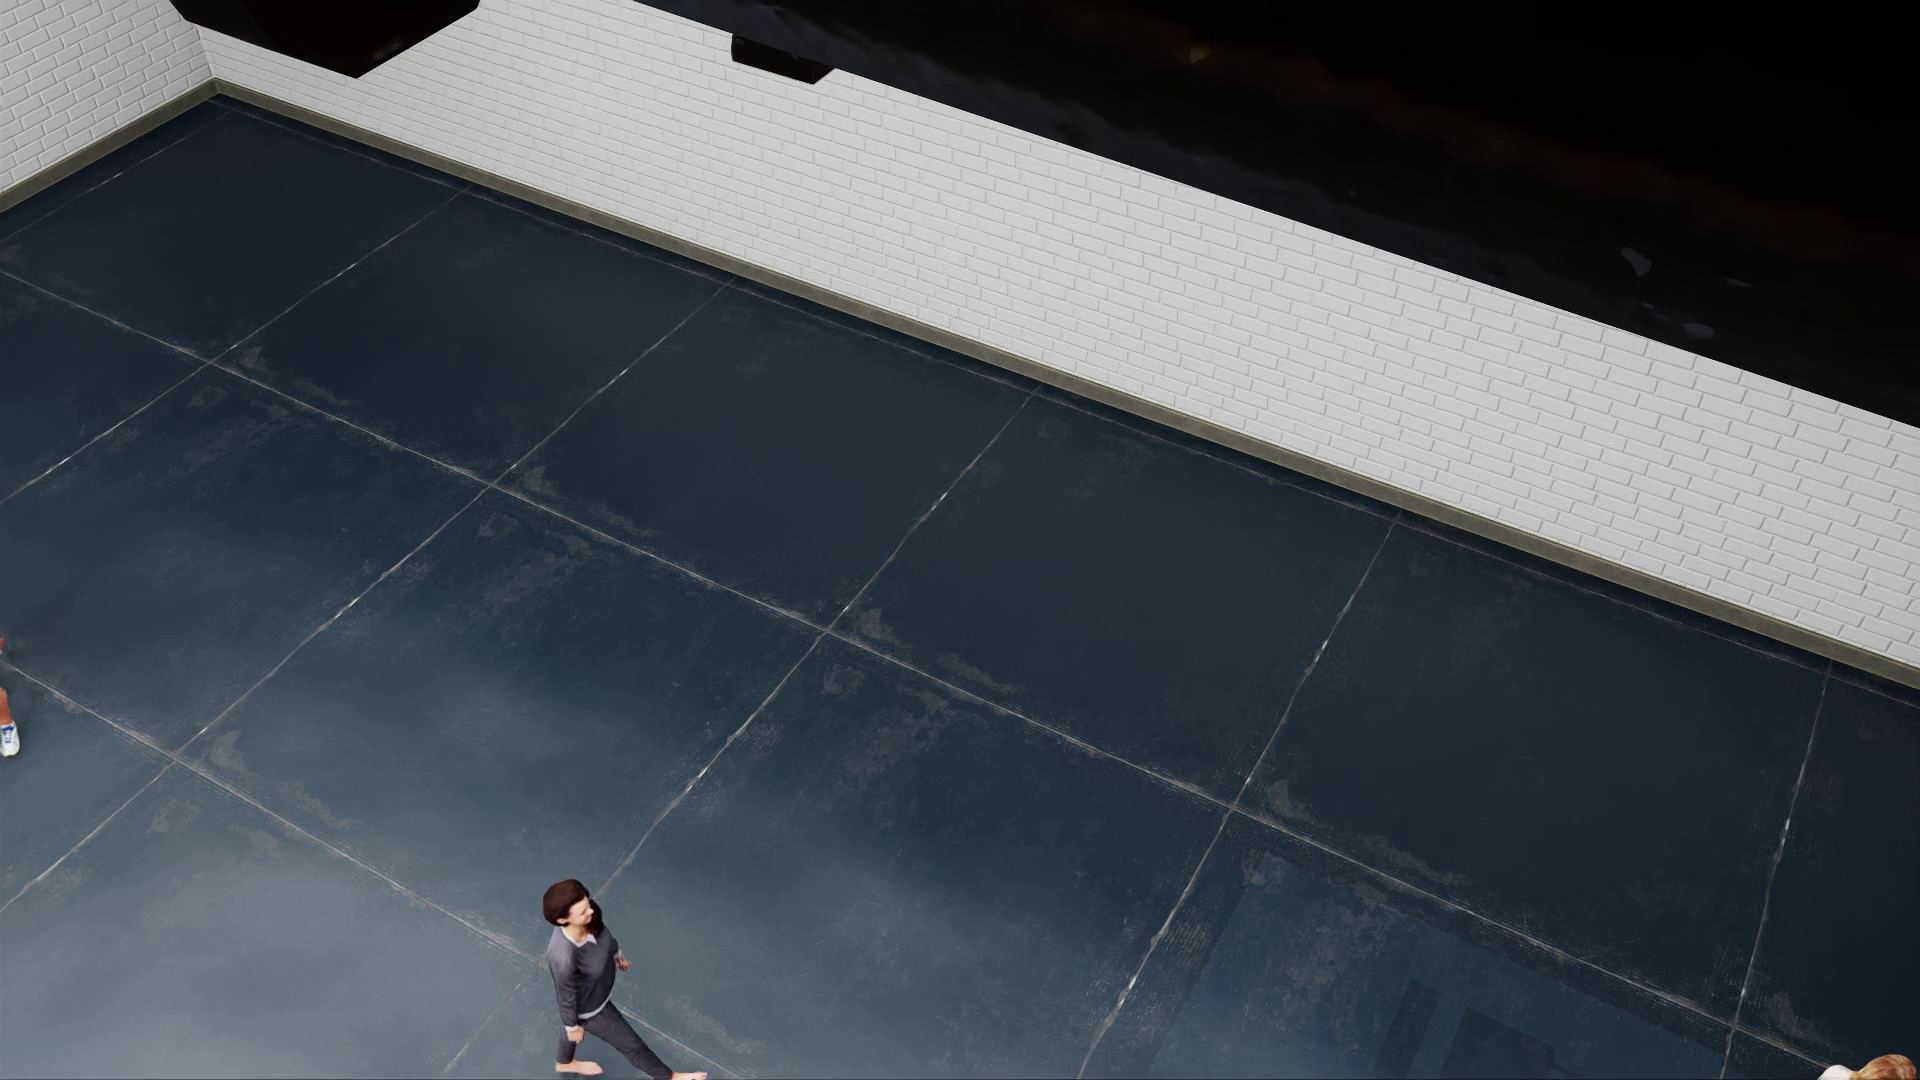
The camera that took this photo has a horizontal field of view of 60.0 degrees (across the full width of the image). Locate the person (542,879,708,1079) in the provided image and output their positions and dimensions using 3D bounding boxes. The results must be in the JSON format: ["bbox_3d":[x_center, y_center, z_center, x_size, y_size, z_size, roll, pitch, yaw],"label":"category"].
[{"bbox_3d":[-1.938,2.280,8.383,1.025,1.718,1.109,0,44,0],"label":"person"}]

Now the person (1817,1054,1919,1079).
[{"bbox_3d":[3.981,2.883,7.685,0.681,1.808,0.676,-19,47,-19],"label":"person"}]
